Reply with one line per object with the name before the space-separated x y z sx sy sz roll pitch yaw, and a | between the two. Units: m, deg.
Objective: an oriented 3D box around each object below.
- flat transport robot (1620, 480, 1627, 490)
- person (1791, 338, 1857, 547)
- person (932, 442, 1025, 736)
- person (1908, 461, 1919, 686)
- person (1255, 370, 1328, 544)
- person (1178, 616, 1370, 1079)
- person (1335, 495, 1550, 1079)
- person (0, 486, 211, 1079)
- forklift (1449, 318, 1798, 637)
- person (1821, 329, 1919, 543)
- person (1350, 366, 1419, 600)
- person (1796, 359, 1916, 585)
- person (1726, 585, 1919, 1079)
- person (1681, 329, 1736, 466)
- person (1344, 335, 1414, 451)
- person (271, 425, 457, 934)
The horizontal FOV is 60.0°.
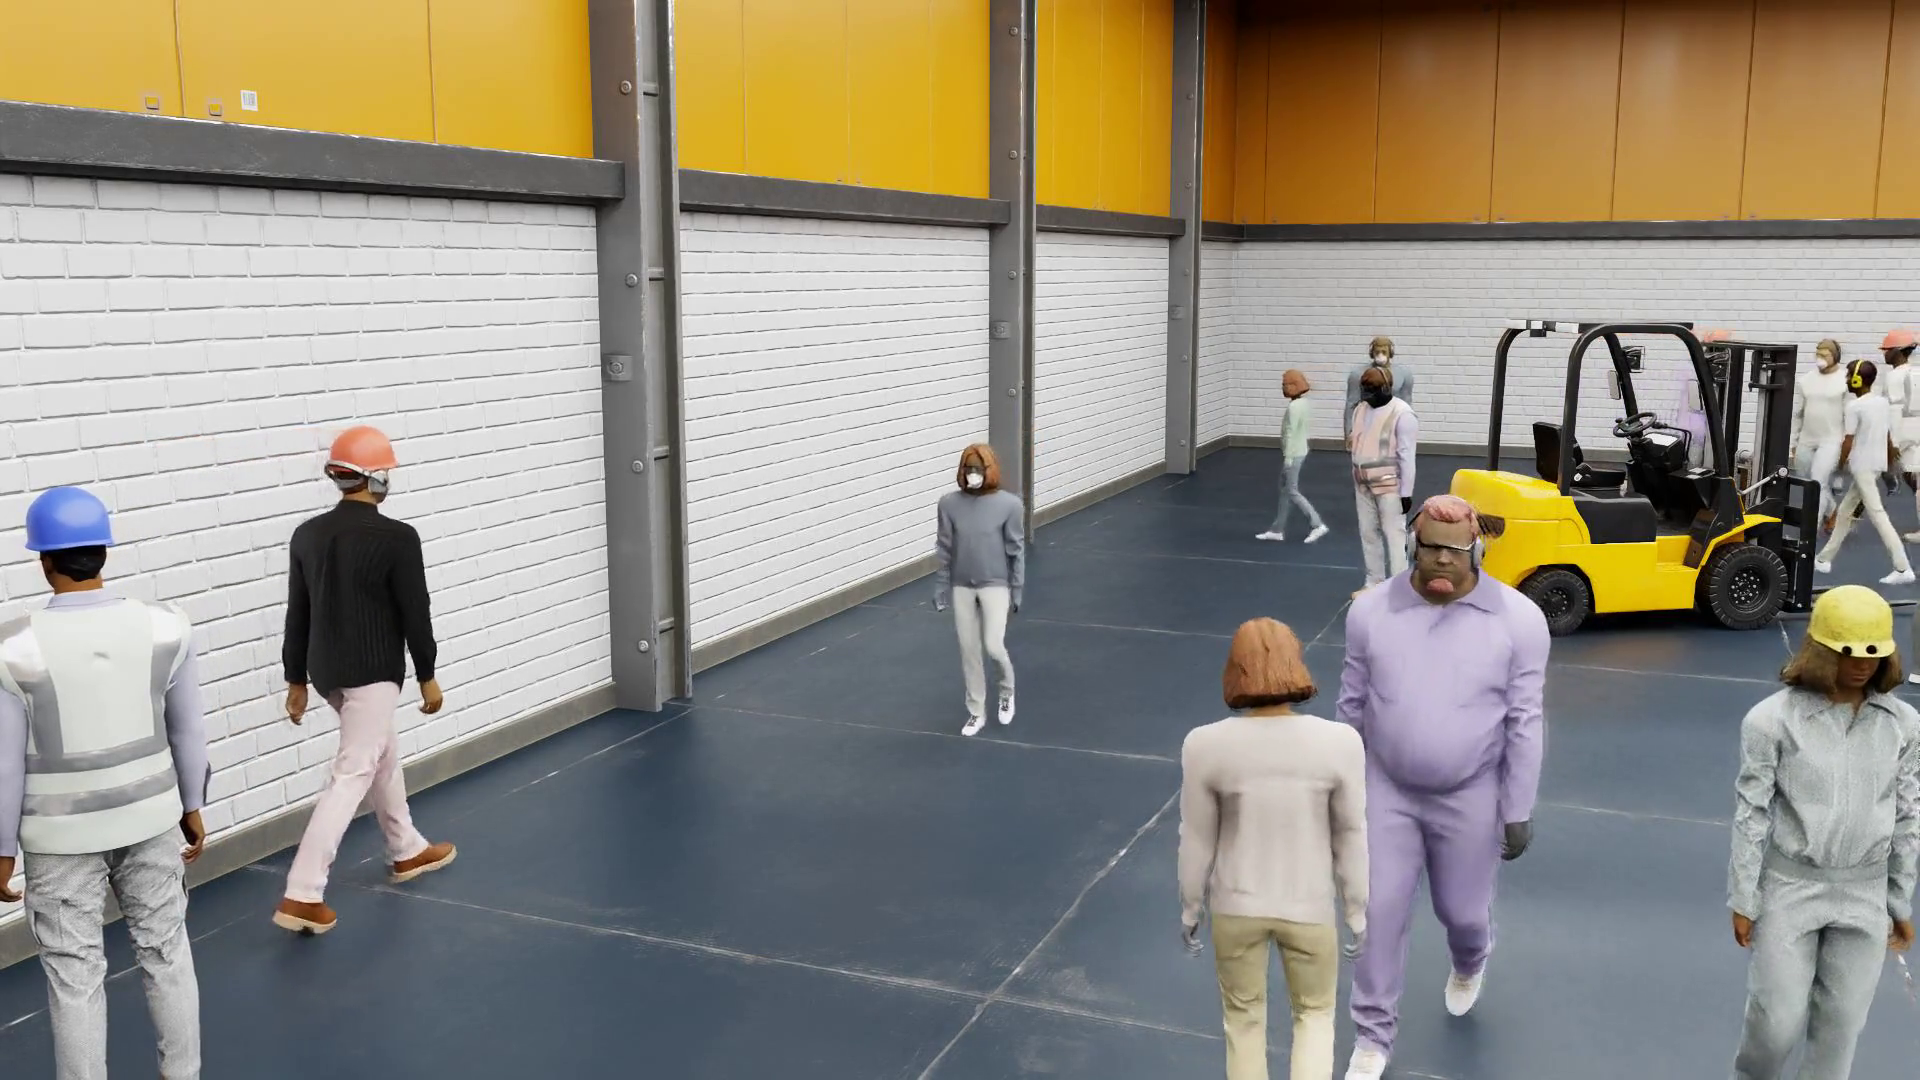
flat transport robot | 6.983 -0.500 17.824 0.652 0.197 1.431 1 9 4
person | 7.963 -0.903 15.308 0.848 1.915 0.643 -5 11 -28
person | 0.100 0.273 9.076 0.502 1.623 0.358 4 10 22
person | 5.994 -0.031 9.974 0.369 1.927 0.589 -2 10 -11
person | 3.096 -0.767 15.385 0.662 1.617 0.511 3 10 20
person | 0.841 1.024 4.502 0.512 1.619 0.428 2 10 10
person | 1.518 0.767 5.301 0.652 1.878 0.806 5 10 26
person | -2.485 0.812 4.803 0.396 1.944 0.614 9 13 43
forklift | 4.706 -0.497 11.990 2.313 2.155 1.214 -2 10 -10
person | 8.723 -0.970 15.528 0.633 1.984 1.044 -7 12 -37
person | 3.169 -0.399 12.536 0.432 1.825 0.649 -5 11 -29
person | 7.387 -0.559 13.555 0.532 1.810 1.027 -6 11 -32
person | 2.334 0.968 4.514 0.488 1.735 0.402 0 9 0
person | 7.074 -1.021 15.866 1.084 1.982 0.665 3 10 16
person | 4.098 -1.063 16.314 0.642 1.908 0.937 3 10 16
person | -2.416 0.525 6.575 0.591 1.948 1.033 5 11 27
